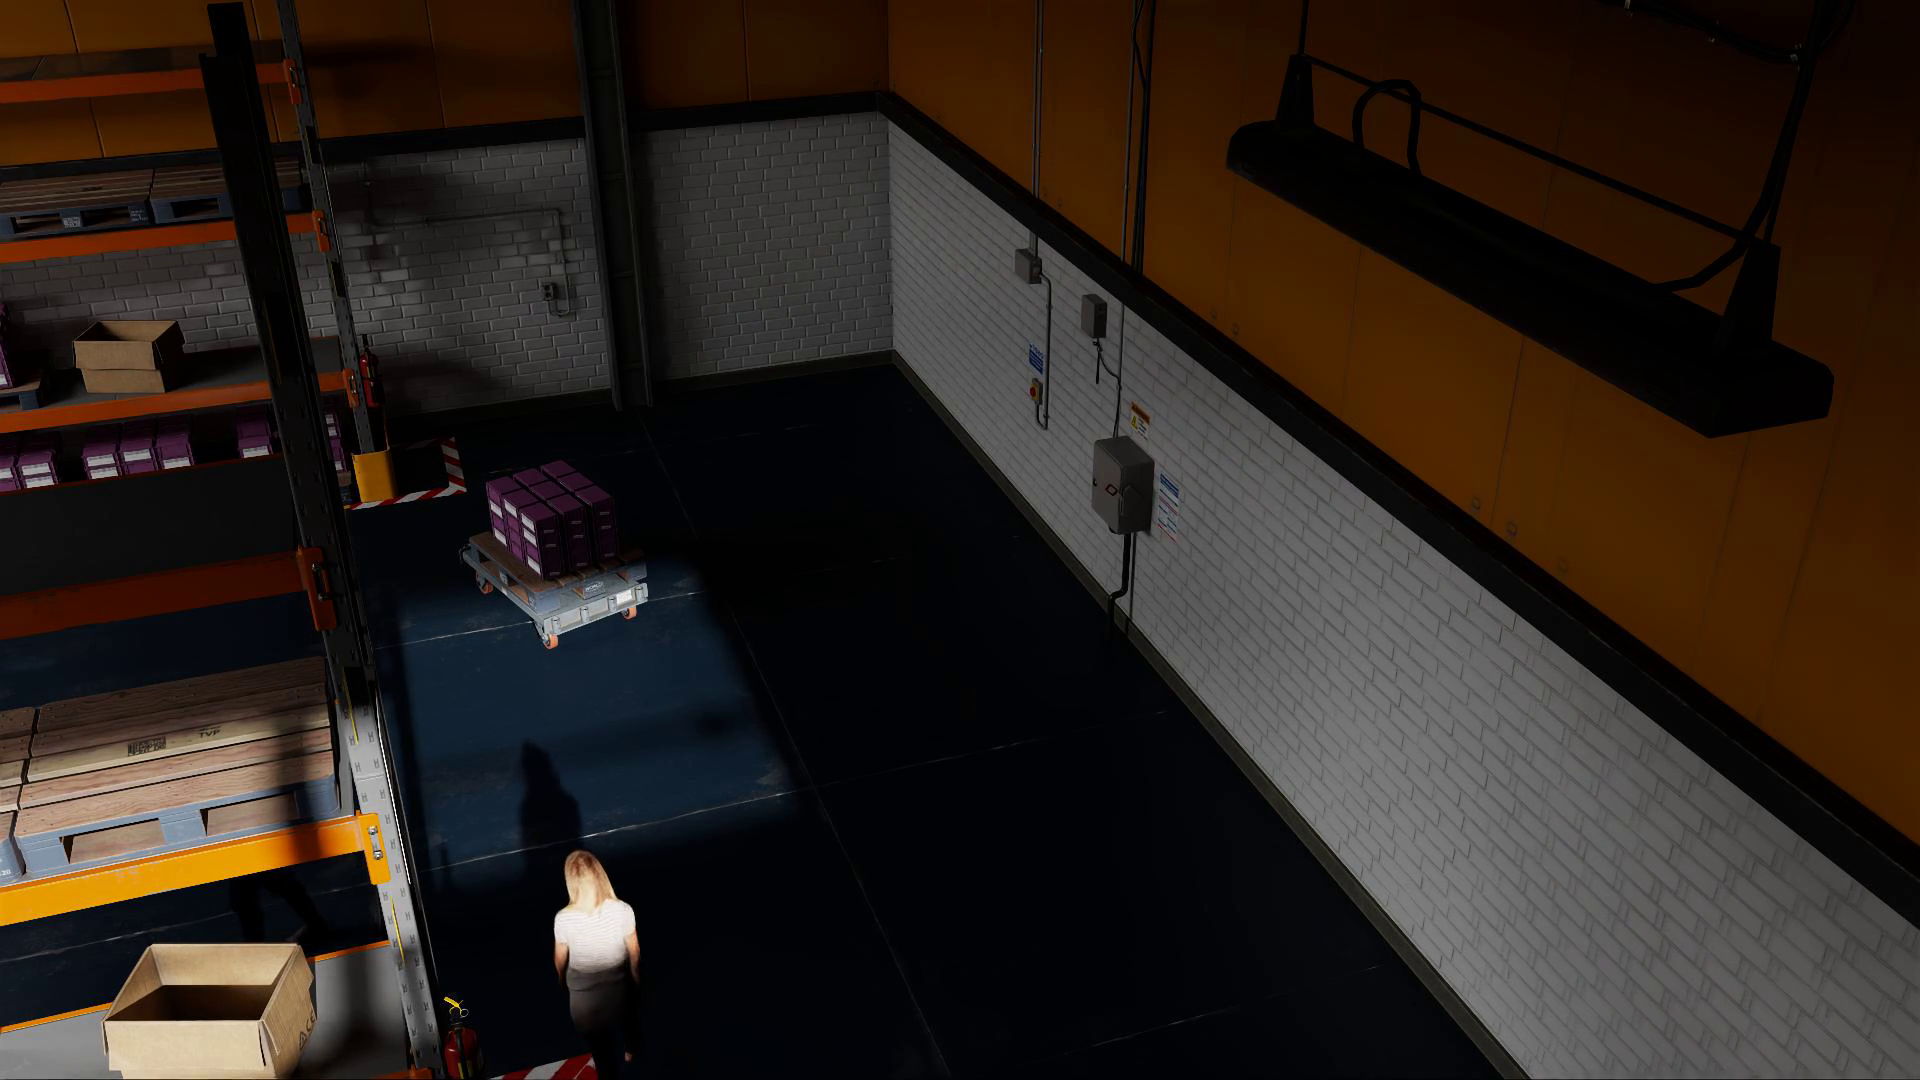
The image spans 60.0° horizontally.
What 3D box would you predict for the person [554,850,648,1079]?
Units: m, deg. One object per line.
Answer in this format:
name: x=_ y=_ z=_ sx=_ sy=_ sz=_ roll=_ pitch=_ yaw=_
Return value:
person: x=-1.854 y=2.478 z=8.733 sx=1.004 sy=1.779 sz=0.636 roll=-10 pitch=30 yaw=-18
